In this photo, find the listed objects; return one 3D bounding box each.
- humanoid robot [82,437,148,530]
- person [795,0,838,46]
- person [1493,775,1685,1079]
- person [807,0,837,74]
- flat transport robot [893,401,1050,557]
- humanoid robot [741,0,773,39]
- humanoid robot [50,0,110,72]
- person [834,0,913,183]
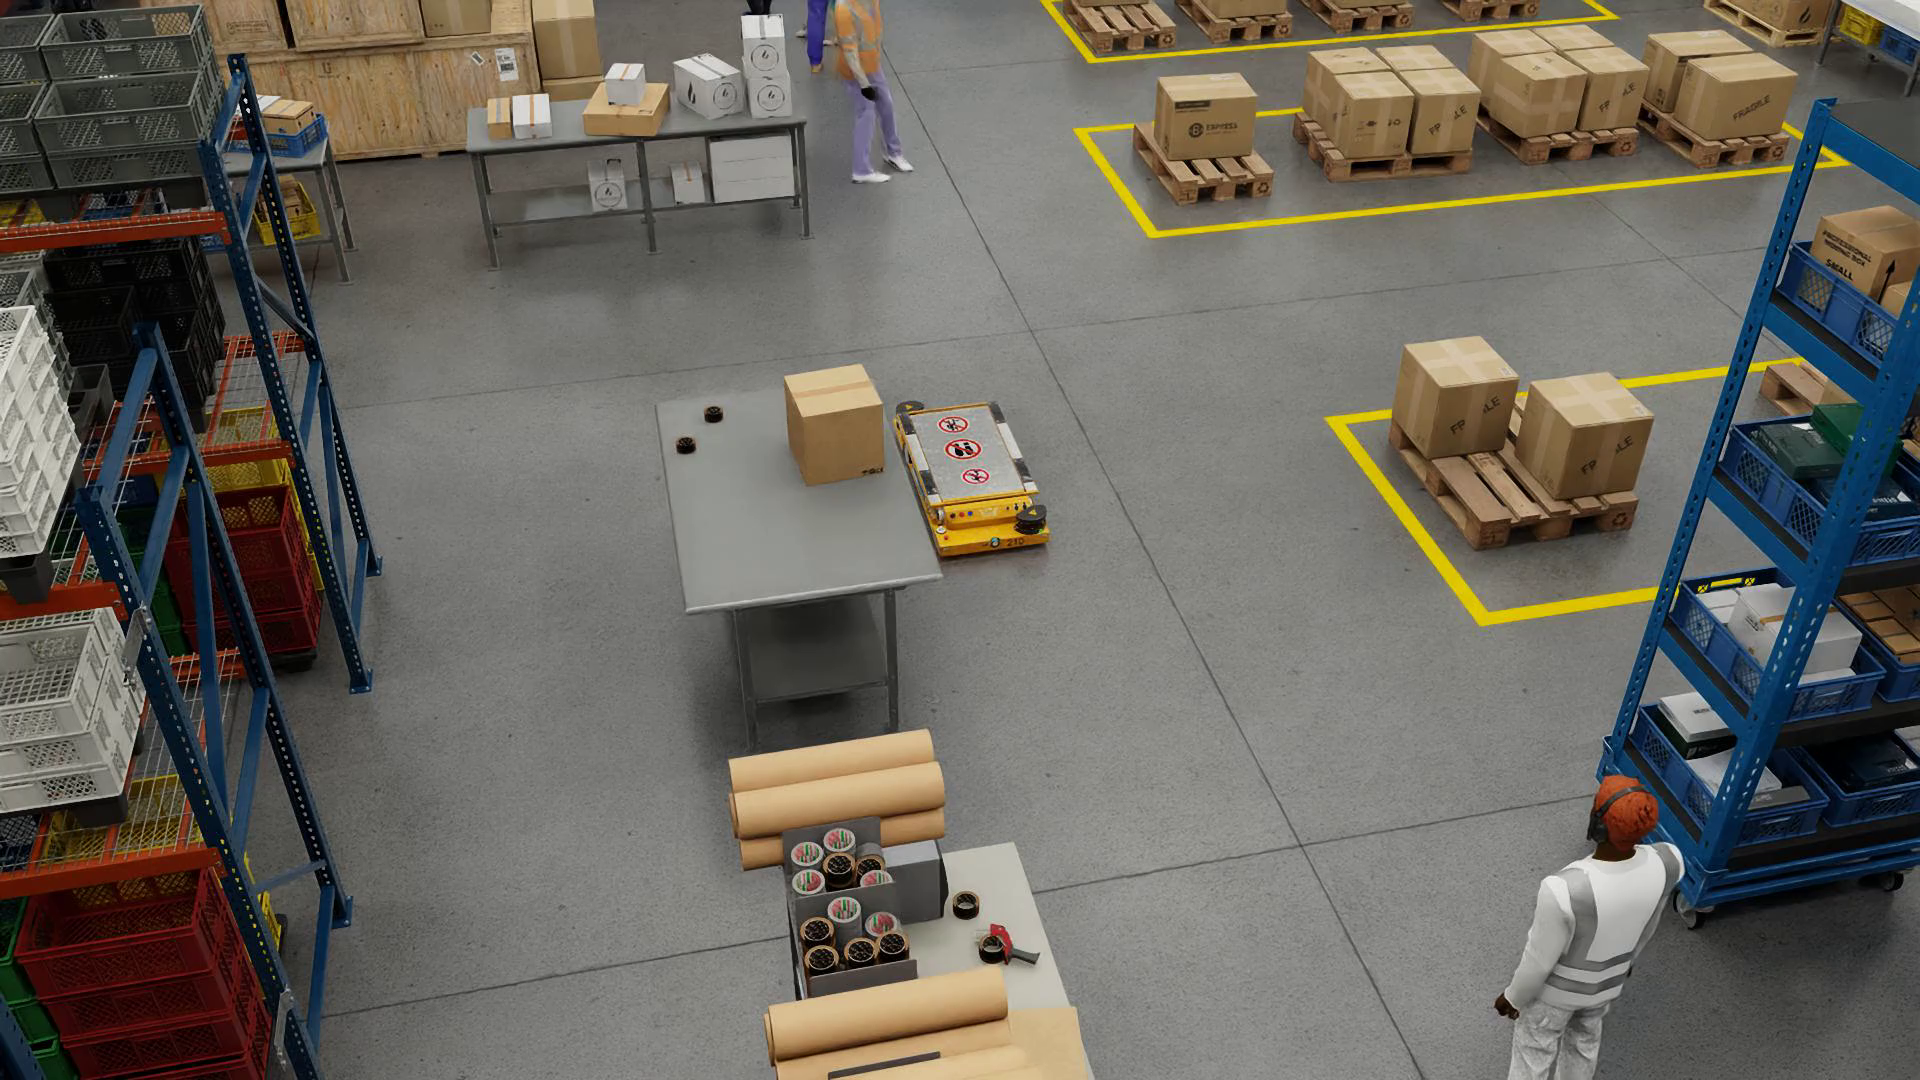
[{"bbox_3d":[-4.740,-0.694,9.304,0.551,1.639,0.615,-1,37,-1],"label":"humanoid robot"},{"bbox_3d":[-1.393,-5.568,15.805,0.681,1.742,0.531,0,37,0],"label":"person"},{"bbox_3d":[2.234,1.579,6.078,0.582,1.882,0.347,-13,39,-17],"label":"person"},{"bbox_3d":[-1.179,-5.287,15.177,0.681,2.000,0.536,6,37,8],"label":"person"},{"bbox_3d":[0.046,-0.430,10.108,0.652,0.197,1.431,-8,37,-10],"label":"flat transport robot"},{"bbox_3d":[-1.685,-4.245,14.077,0.365,1.647,0.575,-3,37,-4],"label":"humanoid robot"},{"bbox_3d":[-7.279,-4.055,13.822,0.331,1.650,0.577,2,37,3],"label":"humanoid robot"},{"bbox_3d":[-0.705,-3.774,13.271,0.477,1.886,0.694,15,39,19],"label":"person"}]
